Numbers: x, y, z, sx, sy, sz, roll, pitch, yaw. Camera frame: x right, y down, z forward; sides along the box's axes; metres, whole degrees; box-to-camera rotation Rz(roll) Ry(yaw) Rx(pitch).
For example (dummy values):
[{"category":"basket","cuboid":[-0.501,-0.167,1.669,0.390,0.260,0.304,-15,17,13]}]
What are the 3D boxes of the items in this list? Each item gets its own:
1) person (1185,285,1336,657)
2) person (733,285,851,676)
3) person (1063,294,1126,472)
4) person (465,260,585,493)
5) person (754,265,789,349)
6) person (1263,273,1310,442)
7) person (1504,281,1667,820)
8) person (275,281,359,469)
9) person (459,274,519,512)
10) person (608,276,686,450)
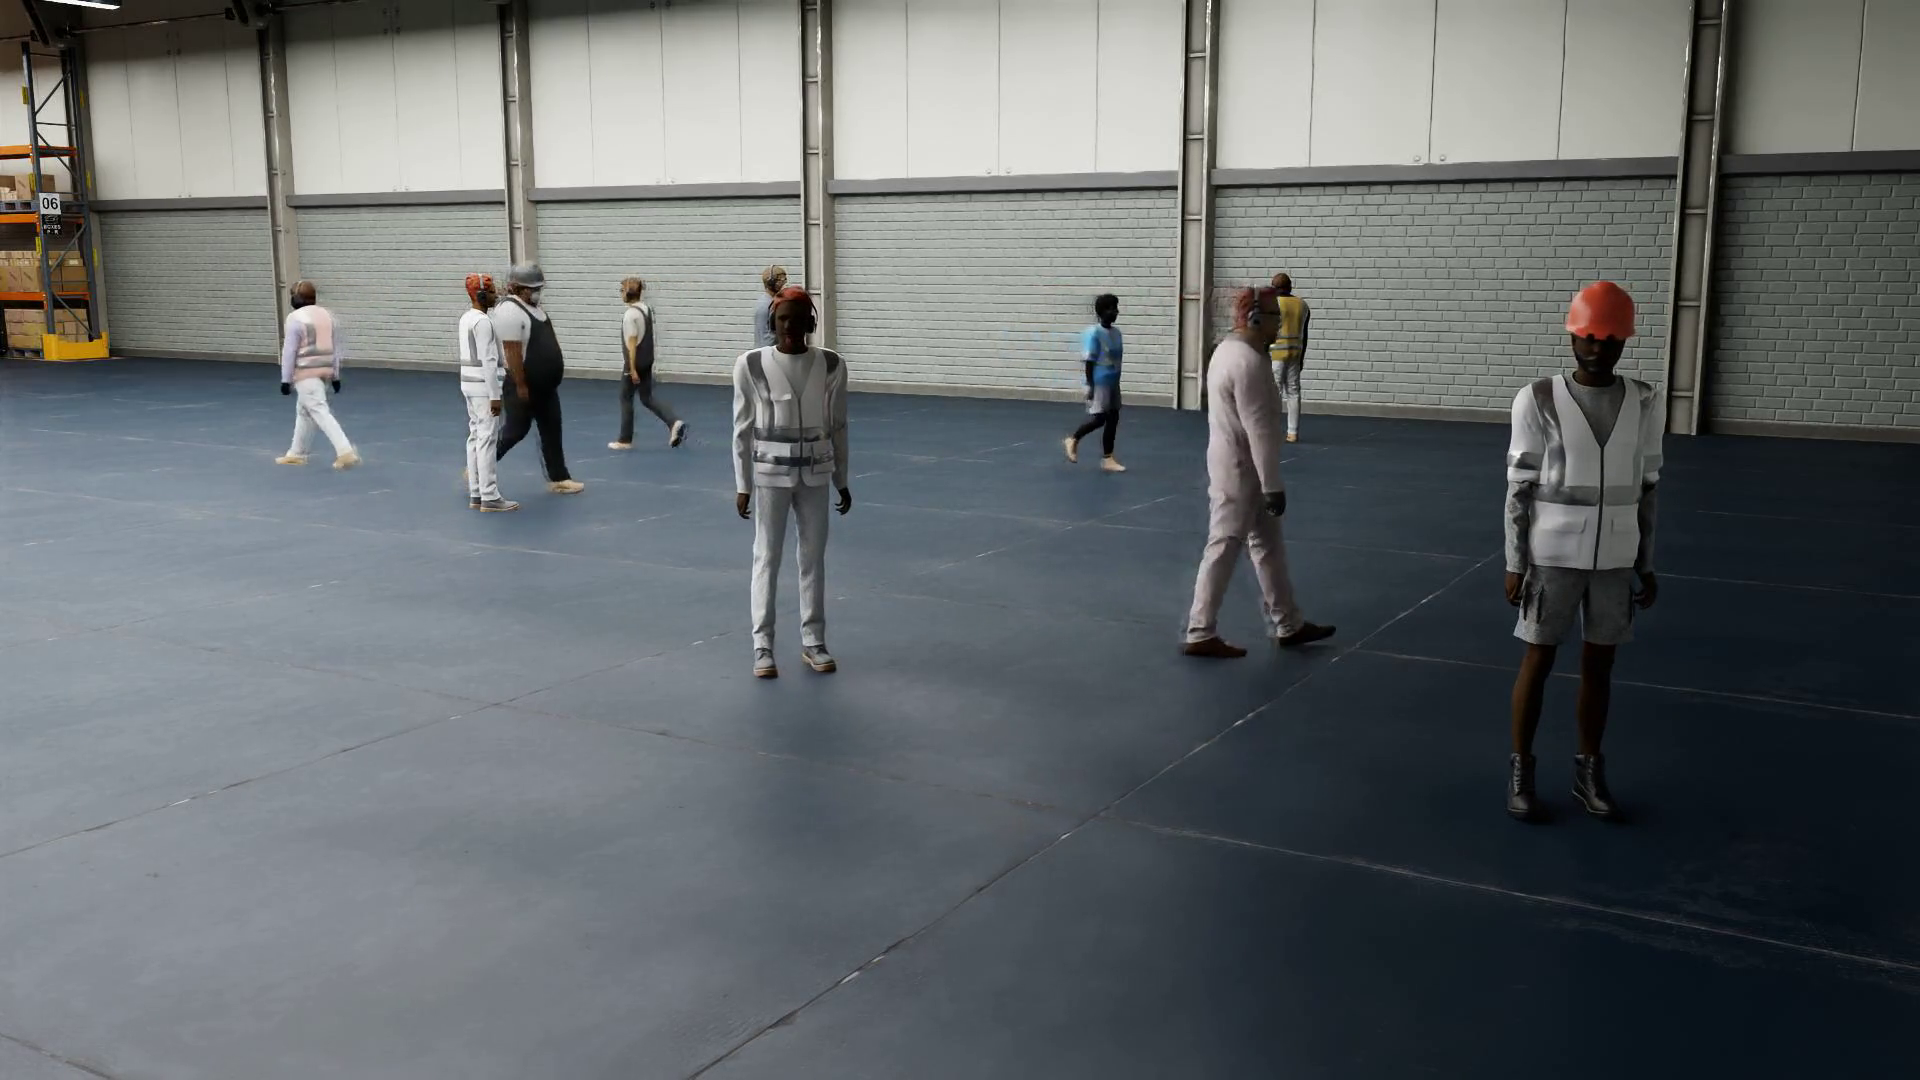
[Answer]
[{"category":"person","cuboid":[1.556,-0.329,8.361,0.897,1.870,0.670,0,10,2]},{"category":"person","cuboid":[-0.808,-0.283,8.054,0.579,1.881,0.342,-4,10,-20]},{"category":"person","cuboid":[1.292,-1.472,15.619,0.541,1.682,0.537,7,12,37]},{"category":"person","cuboid":[-3.722,-1.385,14.050,0.873,2.000,0.685,2,10,13]},{"category":"person","cuboid":[-1.786,-1.644,15.865,0.377,1.940,0.628,0,10,1]},{"category":"person","cuboid":[3.482,-1.970,18.066,0.624,1.841,0.430,-4,11,-24]},{"category":"person","cuboid":[2.222,0.056,5.920,0.551,1.933,0.376,0,10,1]},{"category":"person","cuboid":[-6.164,-1.571,15.874,0.980,1.800,0.638,2,10,13]},{"category":"person","cuboid":[-3.777,-1.165,13.227,0.355,1.882,0.575,-6,11,-32]},{"category":"person","cuboid":[-3.288,-1.822,17.261,0.792,1.826,0.521,4,10,20]}]
